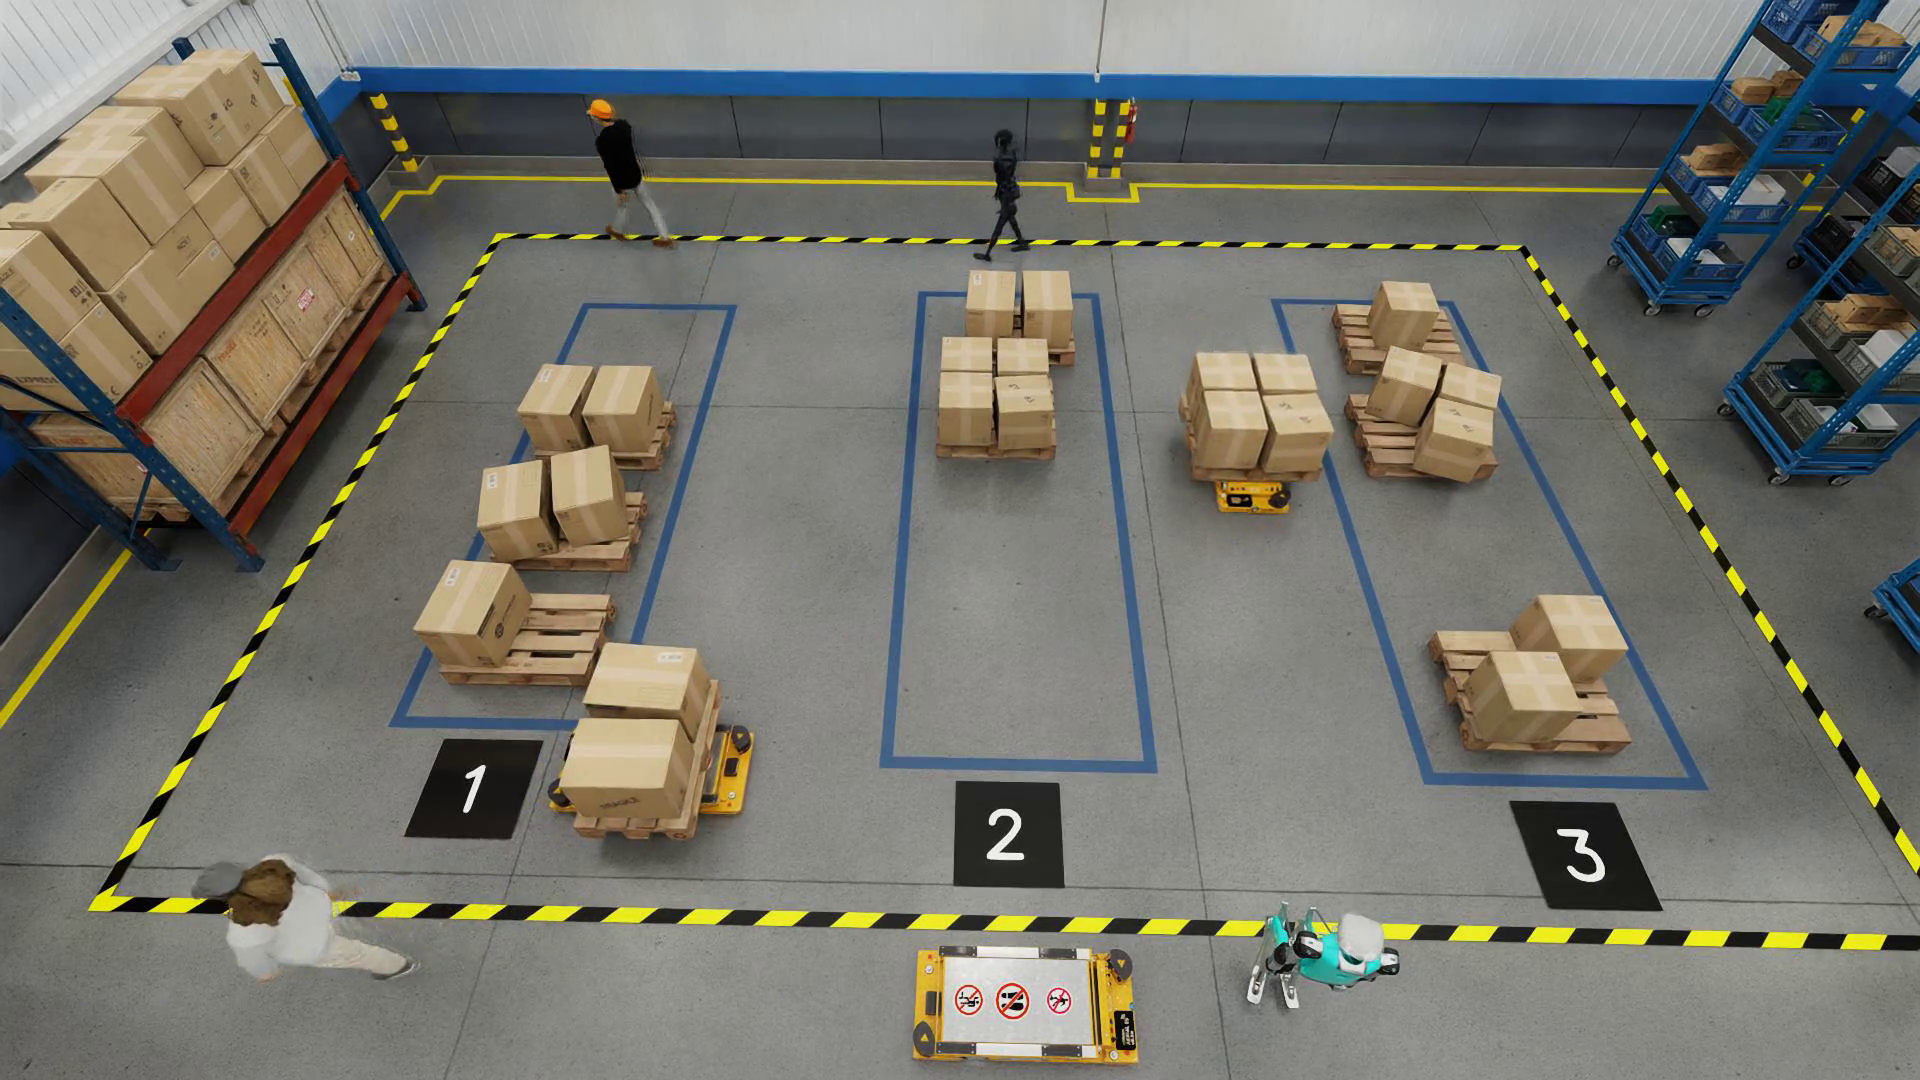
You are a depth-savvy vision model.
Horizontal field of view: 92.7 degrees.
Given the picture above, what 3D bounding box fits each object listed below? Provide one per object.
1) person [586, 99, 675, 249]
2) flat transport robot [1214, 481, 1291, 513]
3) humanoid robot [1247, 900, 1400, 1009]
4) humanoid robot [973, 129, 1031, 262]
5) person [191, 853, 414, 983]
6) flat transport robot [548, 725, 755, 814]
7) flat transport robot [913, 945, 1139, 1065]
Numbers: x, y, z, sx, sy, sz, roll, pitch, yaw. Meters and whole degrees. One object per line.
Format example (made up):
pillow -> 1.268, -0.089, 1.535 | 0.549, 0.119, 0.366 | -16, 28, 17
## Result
person -> -4.050, -4.391, 11.060 | 0.973, 1.834, 0.594 | 23, 54, 18
flat transport robot -> 2.834, -0.868, 9.175 | 0.652, 0.197, 1.431 | 1, 51, 1
humanoid robot -> 2.113, 2.389, 5.504 | 0.533, 1.677, 0.735 | 9, 51, 7
humanoid robot -> 0.527, -4.115, 10.958 | 0.778, 1.620, 0.589 | -8, 51, -7
person -> -4.123, 2.386, 5.593 | 0.868, 1.731, 0.580 | -7, 51, -5
flat transport robot -> -2.356, 1.748, 7.043 | 1.431, 0.197, 0.652 | 1, 51, 1
flat transport robot -> 0.422, 3.041, 6.007 | 1.431, 0.231, 0.659 | 1, 51, 1
